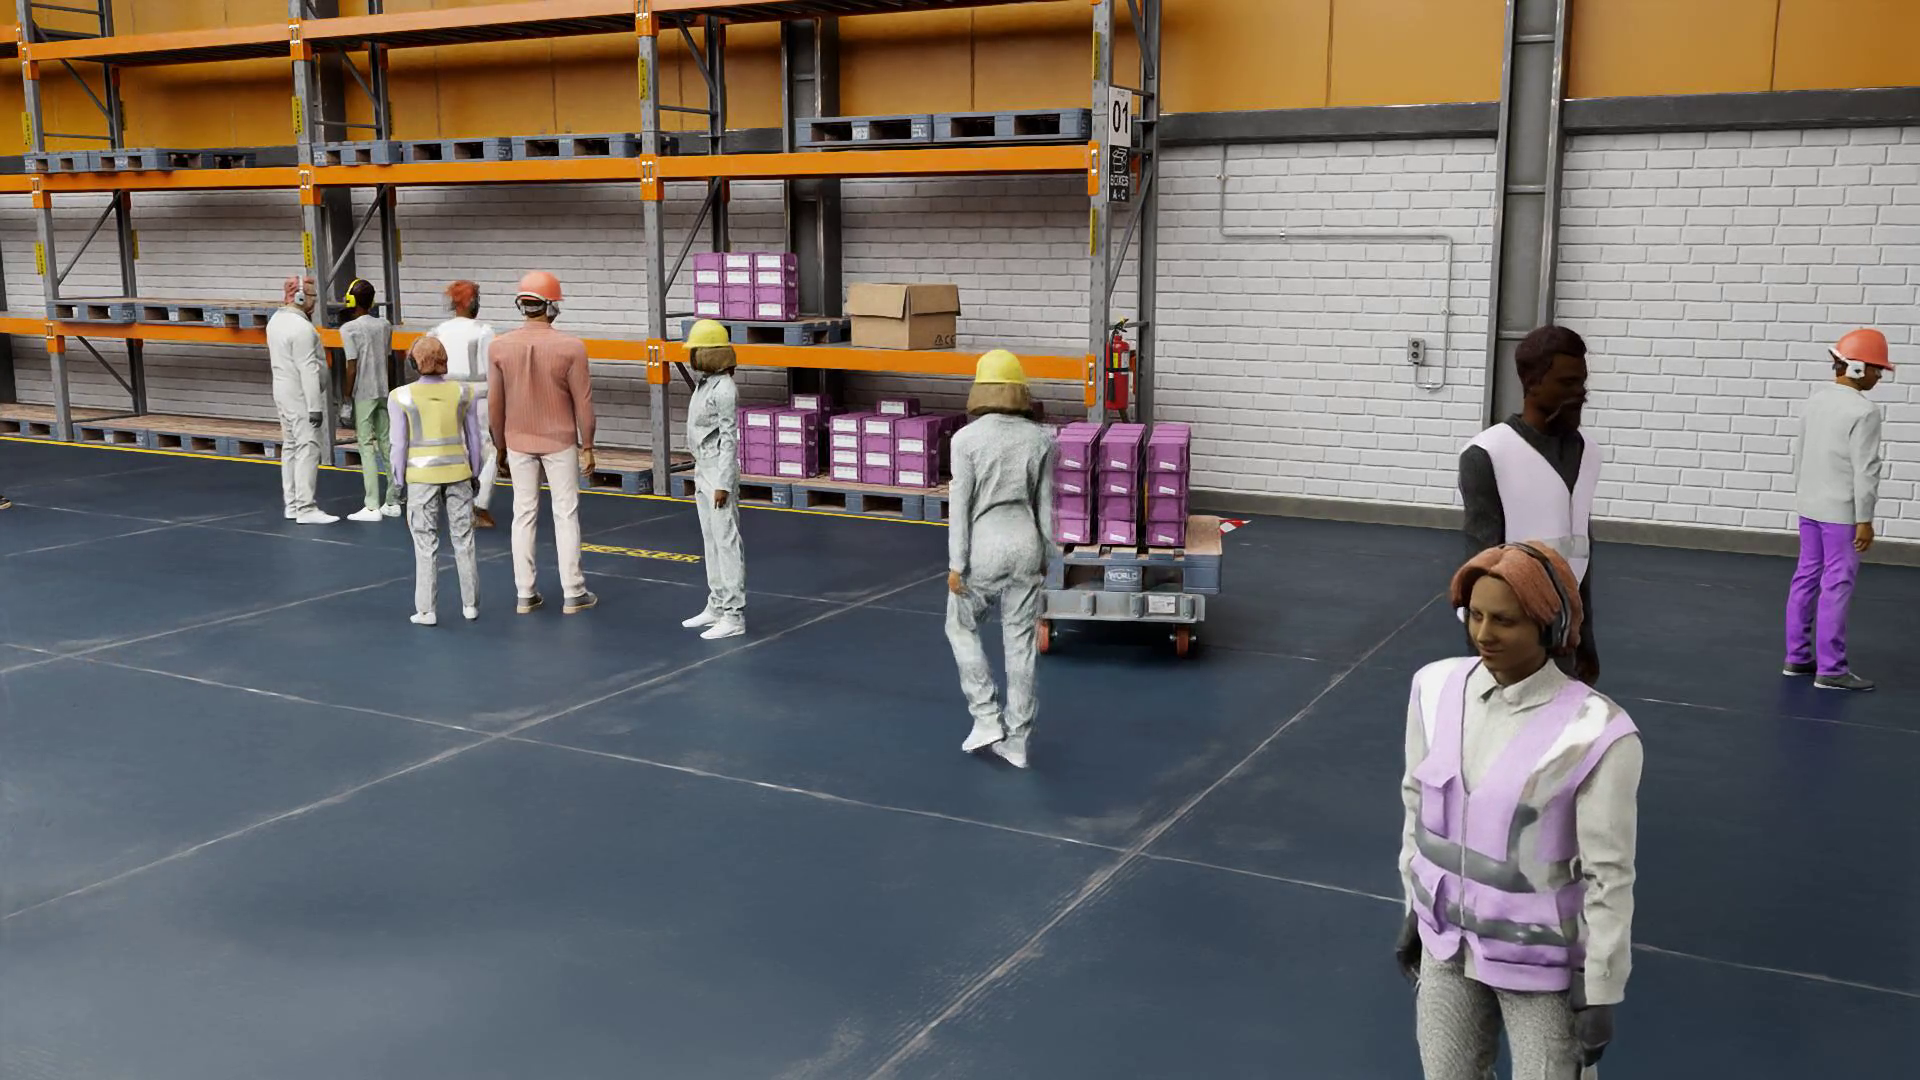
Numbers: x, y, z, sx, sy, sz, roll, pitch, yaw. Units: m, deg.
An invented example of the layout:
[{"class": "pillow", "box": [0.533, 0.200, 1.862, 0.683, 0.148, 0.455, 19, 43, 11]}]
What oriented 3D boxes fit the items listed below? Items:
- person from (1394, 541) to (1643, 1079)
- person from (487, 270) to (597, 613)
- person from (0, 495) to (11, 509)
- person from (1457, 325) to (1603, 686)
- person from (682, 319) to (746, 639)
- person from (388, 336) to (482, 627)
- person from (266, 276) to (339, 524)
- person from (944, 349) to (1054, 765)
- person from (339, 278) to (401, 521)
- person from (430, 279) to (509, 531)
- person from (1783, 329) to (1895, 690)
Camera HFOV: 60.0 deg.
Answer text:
[{"class": "person", "box": [1.047, 0.805, 3.190, 0.312, 1.633, 0.515, -7, 12, -32]}, {"class": "person", "box": [-2.418, -0.564, 9.688, 0.623, 1.992, 0.397, 1, 10, 5]}, {"class": "person", "box": [-7.961, -1.224, 13.384, 0.368, 1.966, 0.603, -7, 13, -34]}, {"class": "person", "box": [1.783, 0.287, 5.246, 0.592, 1.915, 0.392, -7, 13, -35]}, {"class": "person", "box": [-1.358, -0.337, 9.132, 0.293, 1.745, 0.486, -5, 11, -25]}, {"class": "person", "box": [-2.939, -0.326, 9.368, 0.512, 1.637, 0.307, -7, 12, -33]}, {"class": "person", "box": [-5.017, -1.062, 12.709, 0.400, 1.894, 0.654, -9, 14, -40]}, {"class": "person", "box": [0.168, 0.075, 6.915, 0.513, 1.720, 0.421, -5, 11, -26]}, {"class": "person", "box": [-4.578, -1.080, 12.856, 0.326, 1.874, 0.518, 5, 11, 25]}, {"class": "person", "box": [-3.600, -0.981, 12.289, 0.617, 1.872, 0.404, 4, 11, 21]}, {"class": "person", "box": [4.301, -0.153, 8.121, 0.347, 1.742, 0.564, -1, 10, -4]}]
